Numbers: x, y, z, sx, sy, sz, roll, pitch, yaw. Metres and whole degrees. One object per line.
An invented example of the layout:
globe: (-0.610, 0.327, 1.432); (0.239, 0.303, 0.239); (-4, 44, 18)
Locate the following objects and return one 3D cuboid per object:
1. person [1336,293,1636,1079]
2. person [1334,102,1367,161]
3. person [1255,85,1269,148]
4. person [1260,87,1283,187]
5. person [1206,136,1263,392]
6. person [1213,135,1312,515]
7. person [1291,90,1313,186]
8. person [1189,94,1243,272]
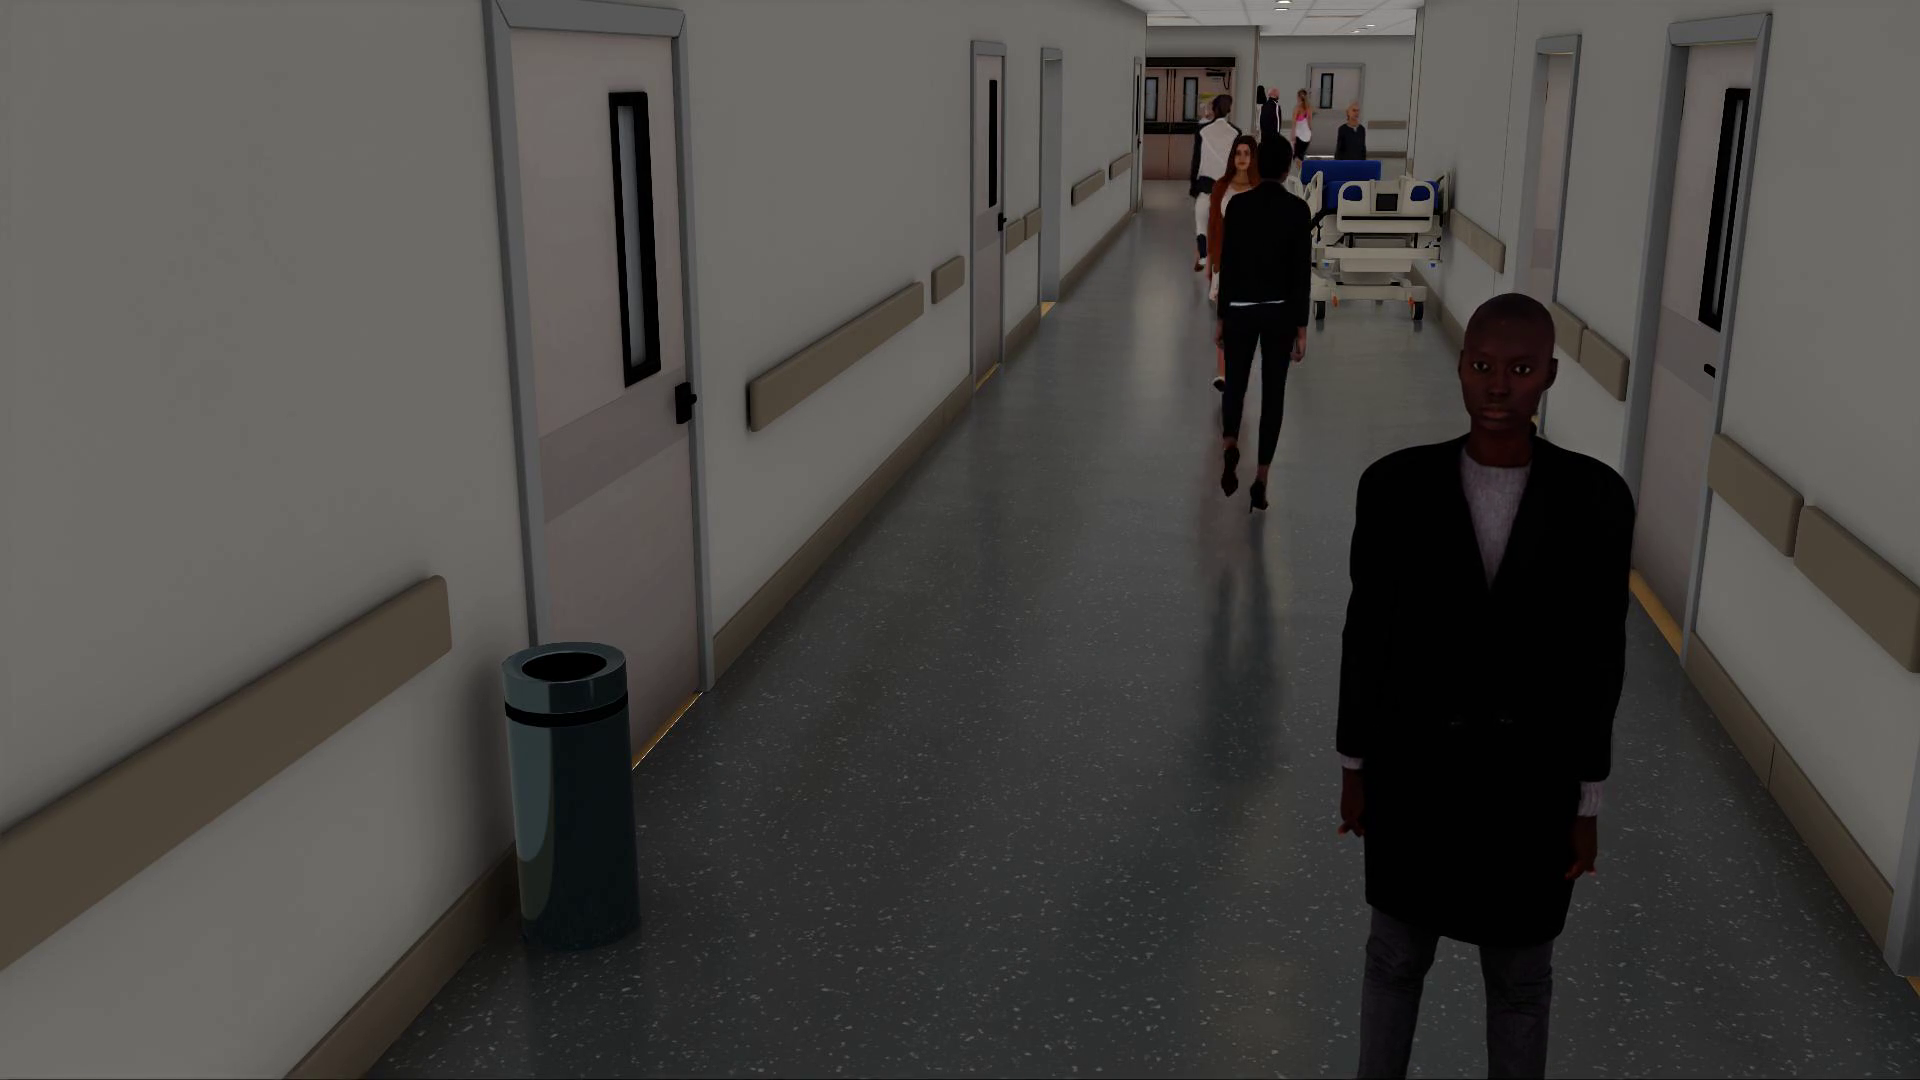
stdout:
person: (0.945, 0.426, 3.044); (0.534, 1.761, 0.723); (5, 17, 18)
person: (5.368, -5.149, 22.882); (0.627, 1.726, 0.757); (-6, 17, -19)
person: (7.513, -10.463, 41.636); (0.620, 1.775, 0.745); (0, 16, 1)
person: (5.815, -7.552, 31.200); (0.788, 1.836, 0.772); (-7, 17, -25)
person: (1.907, -1.860, 11.316); (1.043, 1.670, 0.751); (4, 16, 15)
person: (1.408, -0.984, 7.931); (0.781, 1.822, 0.750); (6, 17, 20)
person: (6.493, -7.555, 31.329); (0.888, 1.773, 0.917); (-7, 17, -25)
person: (2.676, -3.714, 17.499); (0.564, 1.883, 0.783); (3, 16, 11)
